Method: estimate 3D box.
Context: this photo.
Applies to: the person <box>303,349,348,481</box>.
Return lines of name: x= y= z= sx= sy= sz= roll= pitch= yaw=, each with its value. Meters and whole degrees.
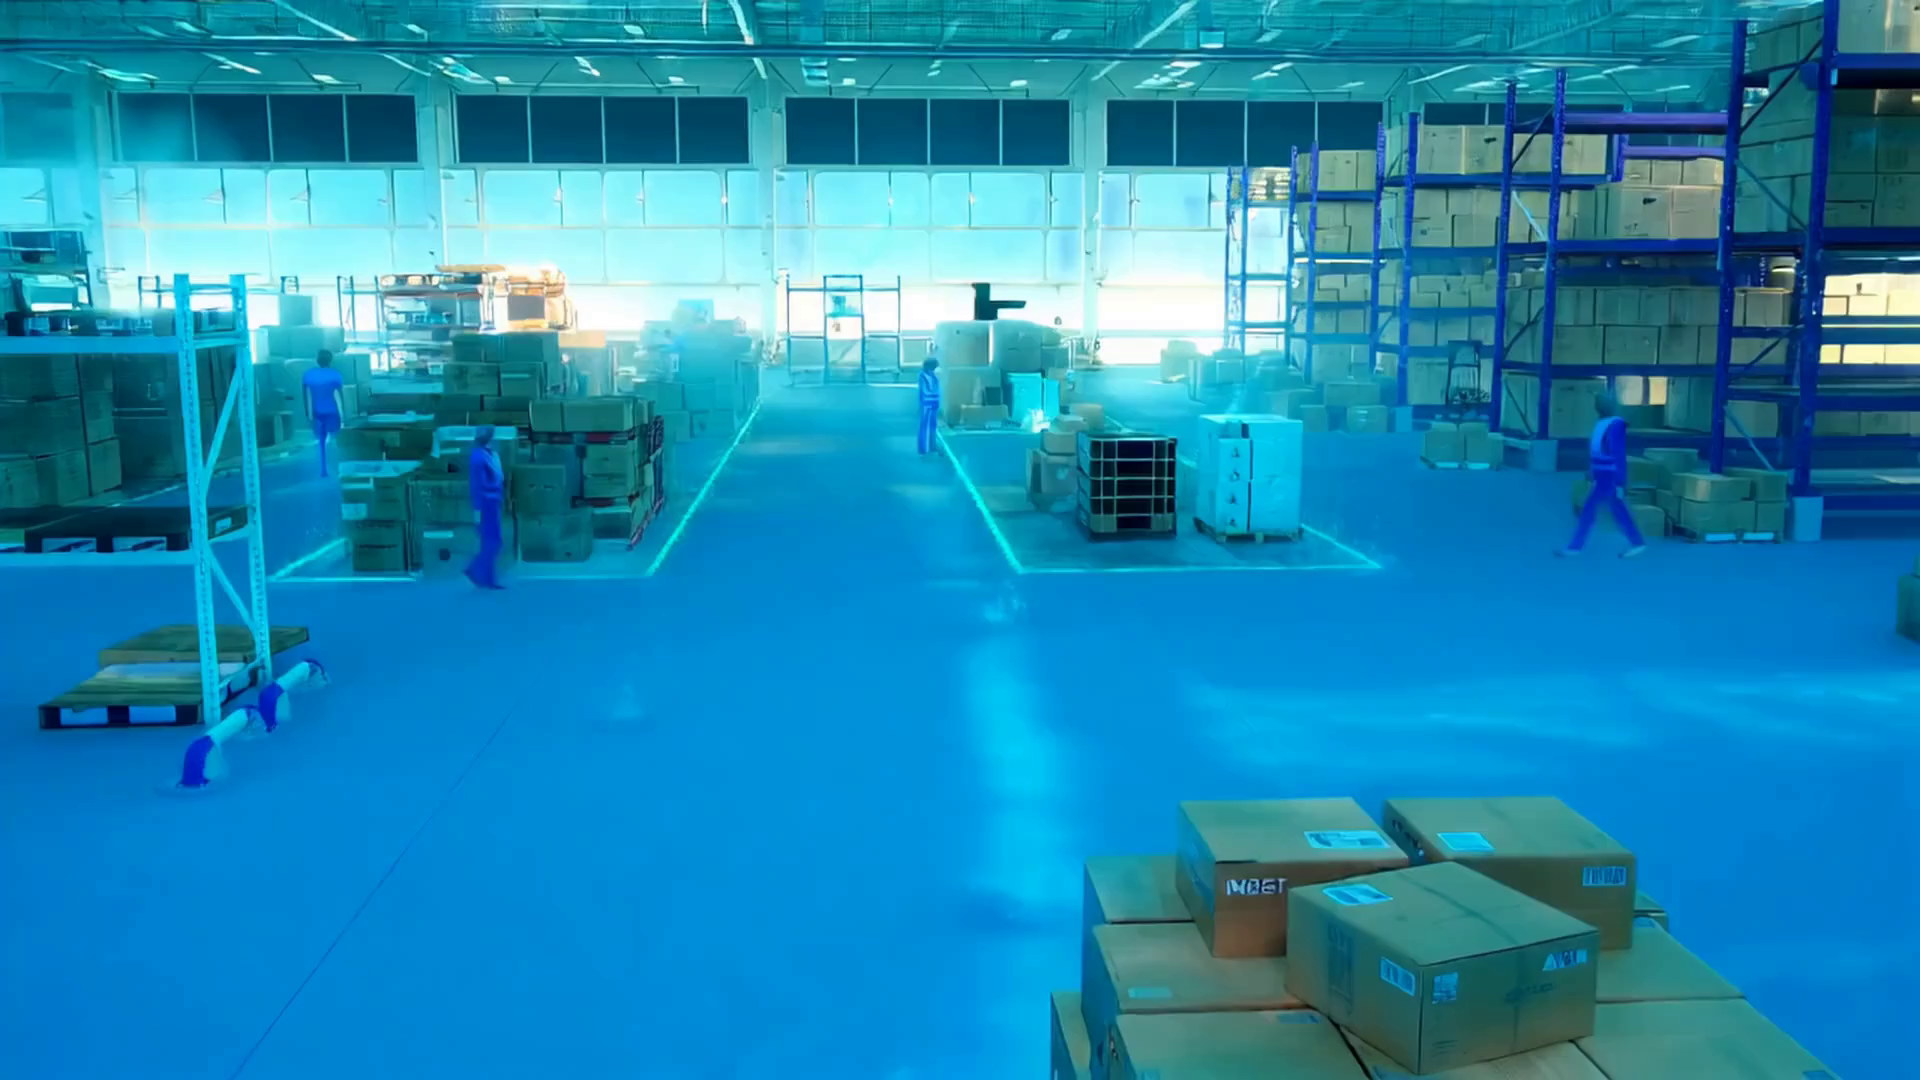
person: x=-9.320 y=-1.834 z=24.496 sx=0.634 sy=1.938 sz=0.355 roll=0 pitch=9 yaw=3

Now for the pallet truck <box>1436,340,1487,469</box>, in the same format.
pallet truck: x=8.004 y=-2.170 z=26.422 sx=0.823 sy=1.965 sz=1.885 roll=2 pitch=9 yaw=14

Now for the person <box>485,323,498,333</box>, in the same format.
person: x=-11.175 y=-4.170 z=39.285 sx=0.845 sy=1.911 sz=0.545 roll=-4 pitch=10 yaw=-24

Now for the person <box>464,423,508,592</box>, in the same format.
person: x=-4.476 y=-0.296 z=15.793 sx=0.371 sy=1.623 sz=0.549 roll=1 pitch=9 yaw=5

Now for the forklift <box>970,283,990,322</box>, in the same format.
forklift: x=0.513 y=-4.765 z=39.952 sx=1.873 sy=2.768 sz=1.129 roll=-1 pitch=9 yaw=-4

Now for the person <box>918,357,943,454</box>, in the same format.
person: x=-0.503 y=-2.273 z=28.197 sx=0.315 sy=1.637 sz=0.514 roll=9 pitch=13 yaw=44

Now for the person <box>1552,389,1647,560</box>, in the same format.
person: x=6.850 y=-0.680 z=17.592 sx=0.999 sy=1.837 sz=0.595 roll=1 pitch=9 yaw=5
